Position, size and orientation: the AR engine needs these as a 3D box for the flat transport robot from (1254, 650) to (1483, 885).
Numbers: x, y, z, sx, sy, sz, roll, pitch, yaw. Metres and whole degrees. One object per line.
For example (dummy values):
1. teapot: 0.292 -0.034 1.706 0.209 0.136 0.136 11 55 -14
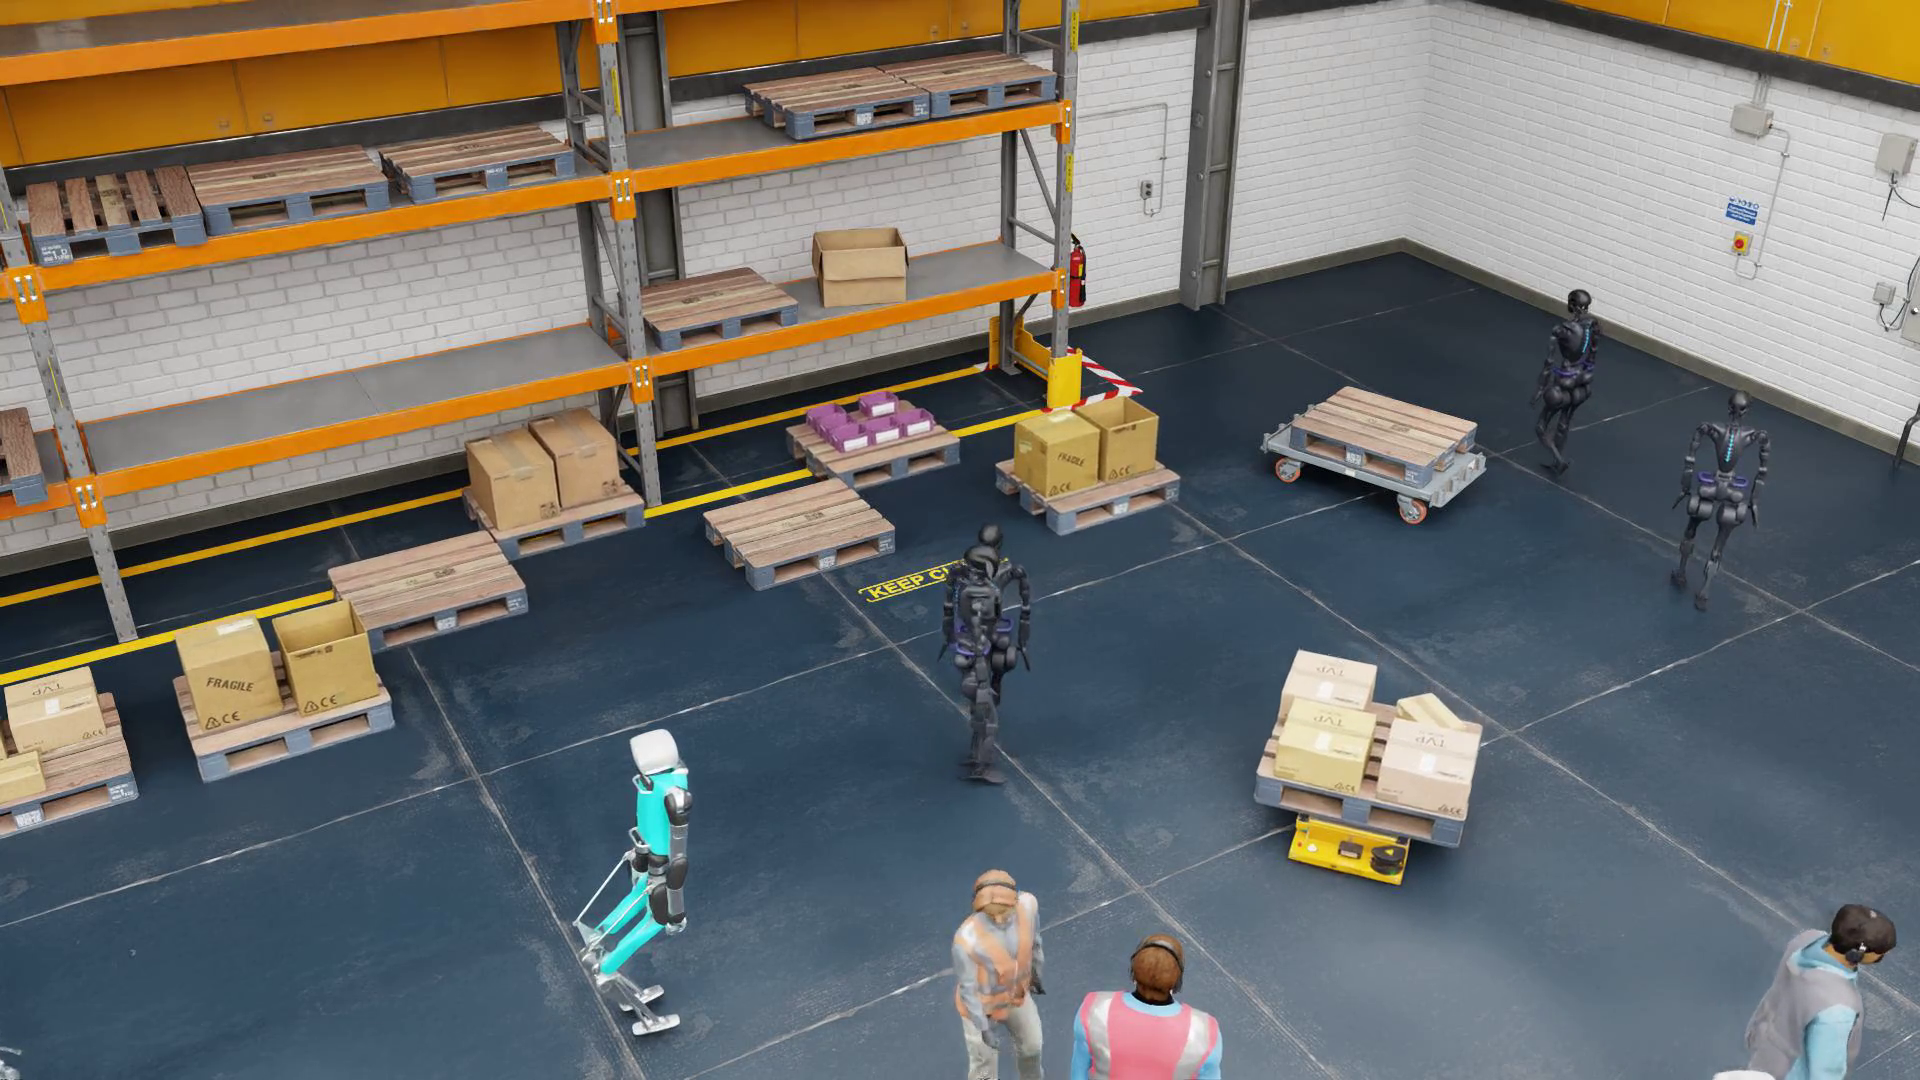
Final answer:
1. flat transport robot: 2.497 1.549 10.232 0.659 0.231 1.431 11 31 19

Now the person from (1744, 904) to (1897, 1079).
1. person: 3.777 2.323 7.248 0.769 1.850 0.560 7 30 11

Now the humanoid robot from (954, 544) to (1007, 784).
1. humanoid robot: 0.133 0.742 10.228 0.327 1.655 0.589 2 30 4

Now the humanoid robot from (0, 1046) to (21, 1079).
1. humanoid robot: -4.522 2.300 7.438 0.550 1.796 0.792 8 30 14

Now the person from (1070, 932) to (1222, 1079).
1. person: 0.777 2.424 7.099 0.635 1.834 0.430 7 30 11

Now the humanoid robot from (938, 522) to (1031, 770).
1. humanoid robot: 0.150 0.631 10.473 0.590 1.628 0.719 1 29 1

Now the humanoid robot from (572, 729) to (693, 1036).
1. humanoid robot: -1.665 1.756 8.277 0.747 1.693 0.530 -16 33 -26

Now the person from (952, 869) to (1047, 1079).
1. person: 0.212 2.159 7.777 0.554 1.621 0.391 -24 37 -36

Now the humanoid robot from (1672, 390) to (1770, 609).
1. humanoid robot: 5.547 -0.332 12.141 0.587 1.638 0.549 12 32 21

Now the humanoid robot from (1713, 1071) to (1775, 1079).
1. humanoid robot: 2.923 2.696 6.728 0.545 1.809 0.717 -2 30 -4

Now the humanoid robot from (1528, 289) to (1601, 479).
1. humanoid robot: 5.082 -1.288 13.820 0.587 1.642 0.436 -13 32 -22
